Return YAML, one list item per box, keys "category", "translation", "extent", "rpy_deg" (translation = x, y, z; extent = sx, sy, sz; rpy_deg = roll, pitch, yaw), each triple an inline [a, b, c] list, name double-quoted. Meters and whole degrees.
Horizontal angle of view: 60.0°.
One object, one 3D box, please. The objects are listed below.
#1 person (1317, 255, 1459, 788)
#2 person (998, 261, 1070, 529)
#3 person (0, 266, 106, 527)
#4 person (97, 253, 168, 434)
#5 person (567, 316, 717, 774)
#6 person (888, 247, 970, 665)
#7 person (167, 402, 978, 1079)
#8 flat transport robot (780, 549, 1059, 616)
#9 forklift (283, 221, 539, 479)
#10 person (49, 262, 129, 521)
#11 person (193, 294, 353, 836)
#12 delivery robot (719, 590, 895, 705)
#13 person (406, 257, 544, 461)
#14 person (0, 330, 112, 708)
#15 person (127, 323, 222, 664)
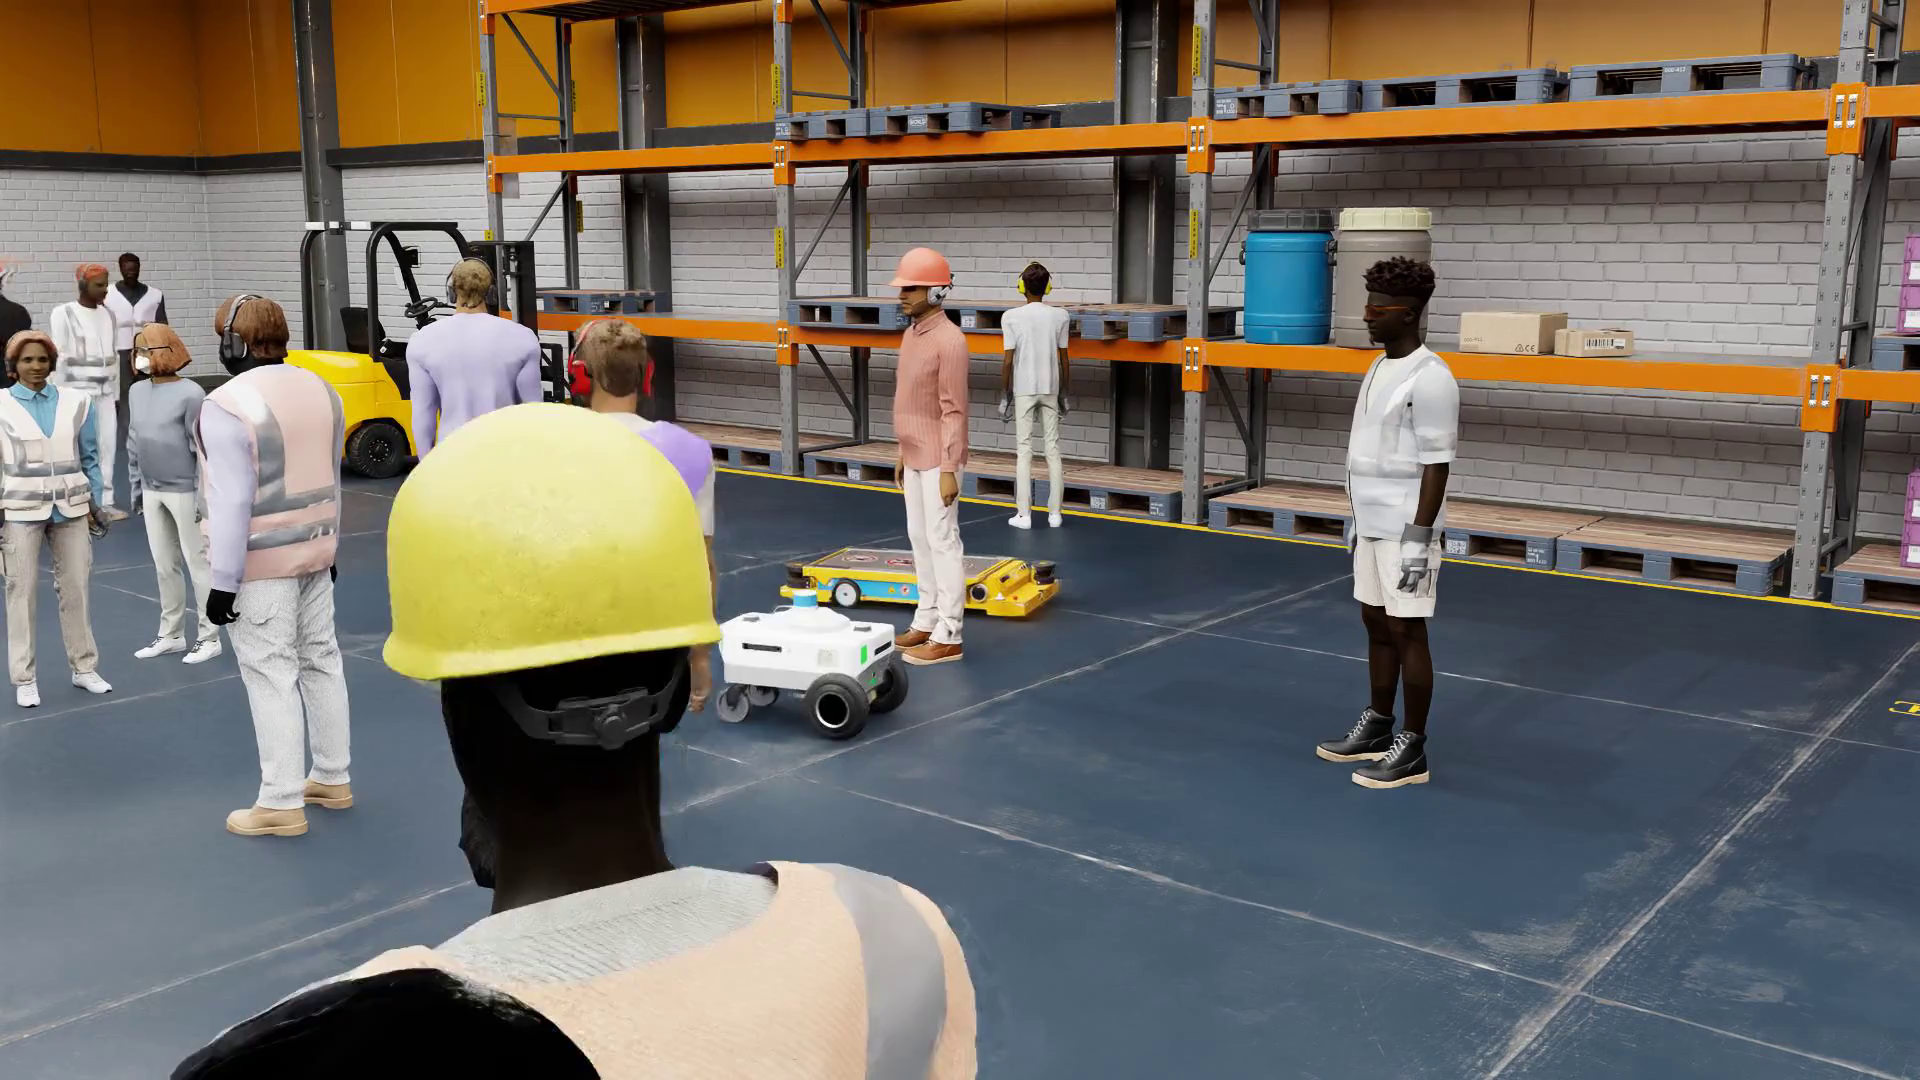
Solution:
- category: "person"
  translation: [1.612, -0.067, 6.206]
  extent: [0.367, 1.966, 0.606]
  rpy_deg: [-2, 10, -10]
- category: "person"
  translation: [0.520, -1.011, 11.704]
  extent: [0.521, 1.873, 0.334]
  rpy_deg: [-2, 10, -10]
- category: "person"
  translation: [-6.407, -0.965, 11.301]
  extent: [1.013, 1.946, 0.603]
  rpy_deg: [1, 10, 5]
- category: "person"
  translation: [-7.890, -1.791, 15.960]
  extent: [0.631, 1.886, 0.882]
  rpy_deg: [-8, 13, -36]
- category: "person"
  translation: [-0.903, 0.318, 4.492]
  extent: [0.598, 1.820, 0.740]
  rpy_deg: [-7, 12, -34]
- category: "person"
  translation: [-0.156, -0.394, 7.981]
  extent: [0.400, 1.990, 0.616]
  rpy_deg: [-4, 11, -22]
- category: "person"
  translation: [-0.280, 0.856, 1.253]
  extent: [0.590, 1.915, 0.413]
  rpy_deg: [-9, 13, -39]
- category: "flat transport robot"
  translation: [-0.222, 0.219, 9.323]
  extent: [1.431, 0.197, 0.652]
  rpy_deg: [4, 11, 19]
- category: "forklift"
  translation: [-4.922, -1.741, 14.854]
  extent: [1.214, 2.155, 2.313]
  rpy_deg: [8, 13, 38]
- category: "person"
  translation: [-6.346, -1.067, 12.039]
  extent: [0.595, 1.860, 0.624]
  rpy_deg: [4, 11, 19]
- category: "person"
  translation: [-2.360, 0.087, 5.701]
  extent: [0.429, 1.842, 0.633]
  rpy_deg: [3, 11, 15]
- category: "delivery robot"
  translation: [-0.646, 0.453, 6.976]
  extent: [0.707, 0.478, 0.477]
  rpy_deg: [4, 11, 20]
- category: "person"
  translation: [-2.322, -0.387, 8.058]
  extent: [0.630, 1.940, 0.372]
  rpy_deg: [-3, 11, -14]
- category: "person"
  translation: [-4.020, -0.099, 7.300]
  extent: [0.306, 1.637, 0.522]
  rpy_deg: [9, 13, 40]
- category: "person"
  translation: [-3.792, -0.222, 7.991]
  extent: [0.502, 1.633, 0.280]
  rpy_deg: [4, 11, 23]
